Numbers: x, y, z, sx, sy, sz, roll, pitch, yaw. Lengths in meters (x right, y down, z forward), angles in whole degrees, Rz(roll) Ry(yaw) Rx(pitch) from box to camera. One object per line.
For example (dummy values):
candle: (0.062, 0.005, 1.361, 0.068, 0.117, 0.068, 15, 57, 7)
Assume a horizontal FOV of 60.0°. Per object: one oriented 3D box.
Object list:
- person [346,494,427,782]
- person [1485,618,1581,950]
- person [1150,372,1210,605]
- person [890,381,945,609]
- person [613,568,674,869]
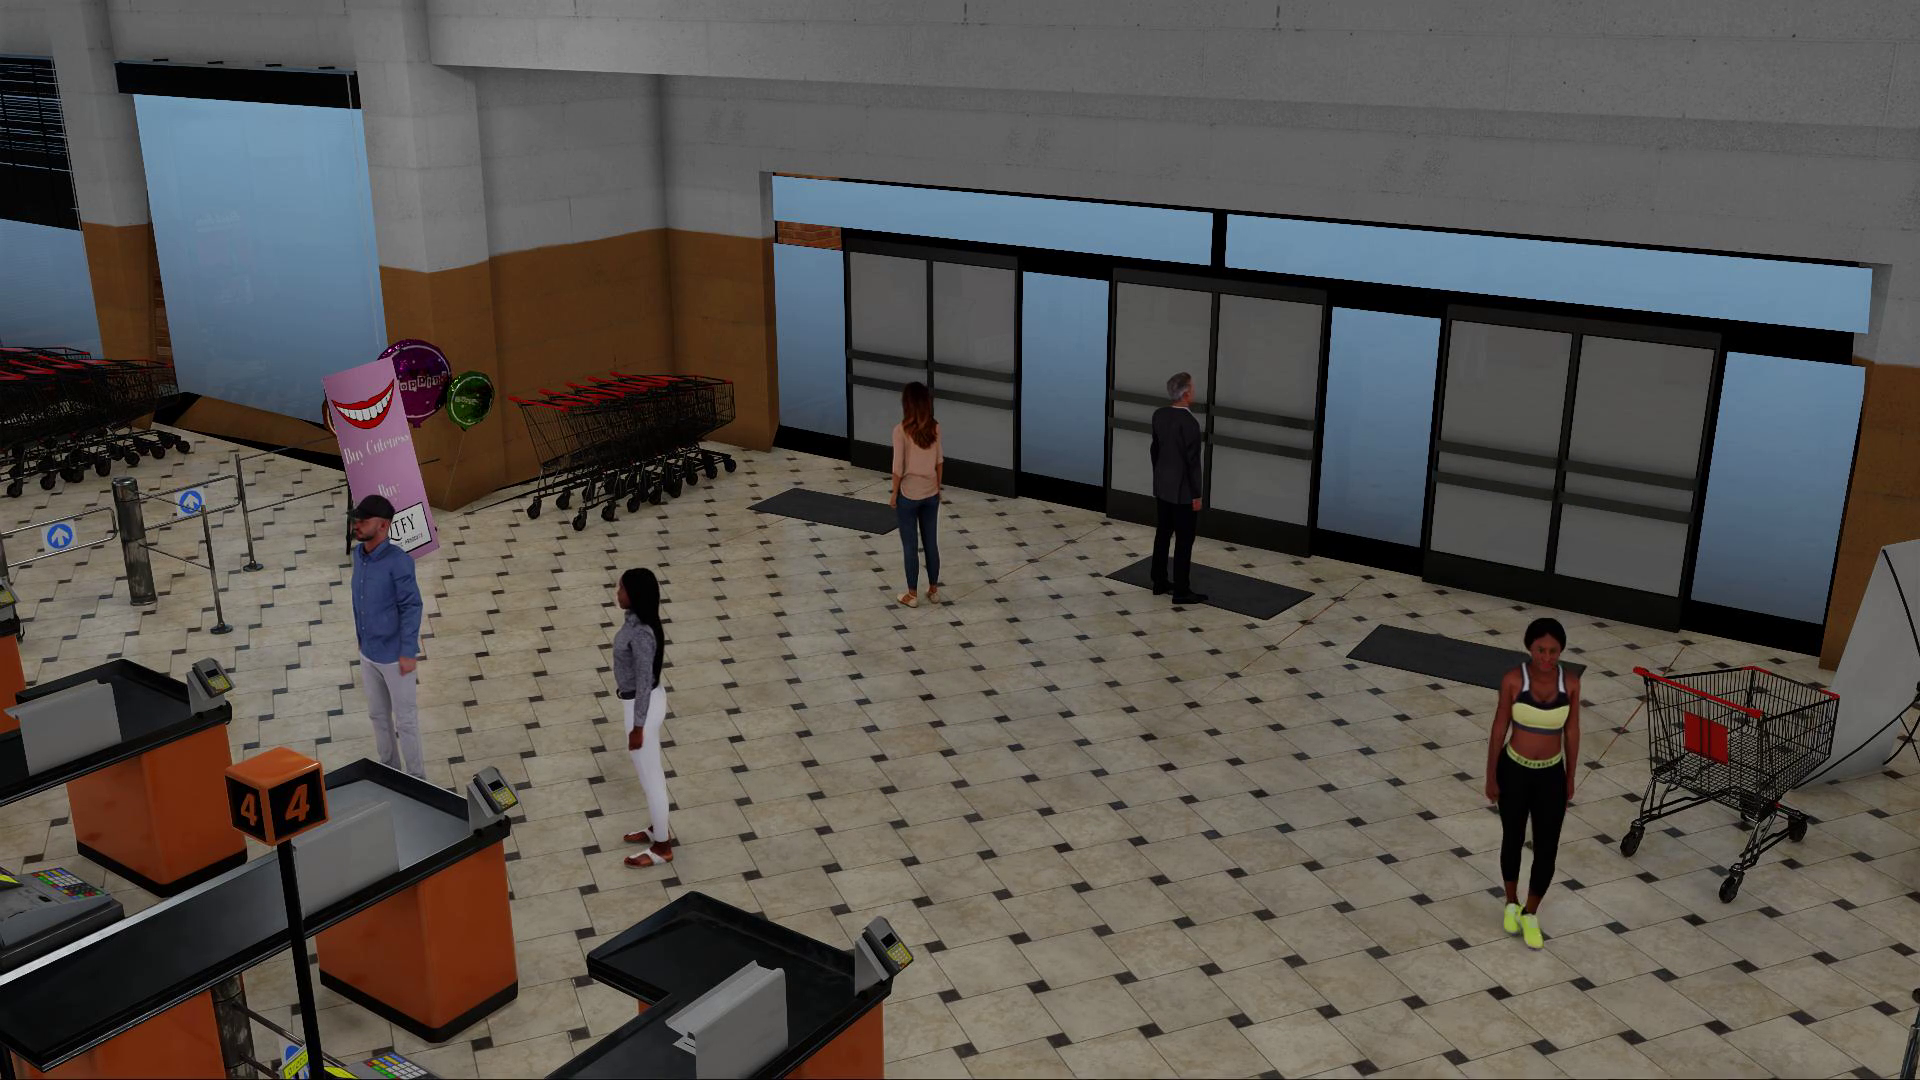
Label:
person: (-3.402, 0.634, 9.863, 0.639, 1.887, 0.549, 12, 22, 33)
person: (2.900, 1.180, 8.472, 0.700, 1.741, 0.749, 5, 19, 14)
person: (1.713, -0.421, 13.060, 0.769, 1.842, 0.802, -11, 21, -28)
person: (-0.329, -0.353, 12.945, 0.613, 1.789, 0.736, -9, 21, -26)
person: (-1.740, 0.957, 9.159, 0.725, 1.725, 0.665, -3, 19, -9)
